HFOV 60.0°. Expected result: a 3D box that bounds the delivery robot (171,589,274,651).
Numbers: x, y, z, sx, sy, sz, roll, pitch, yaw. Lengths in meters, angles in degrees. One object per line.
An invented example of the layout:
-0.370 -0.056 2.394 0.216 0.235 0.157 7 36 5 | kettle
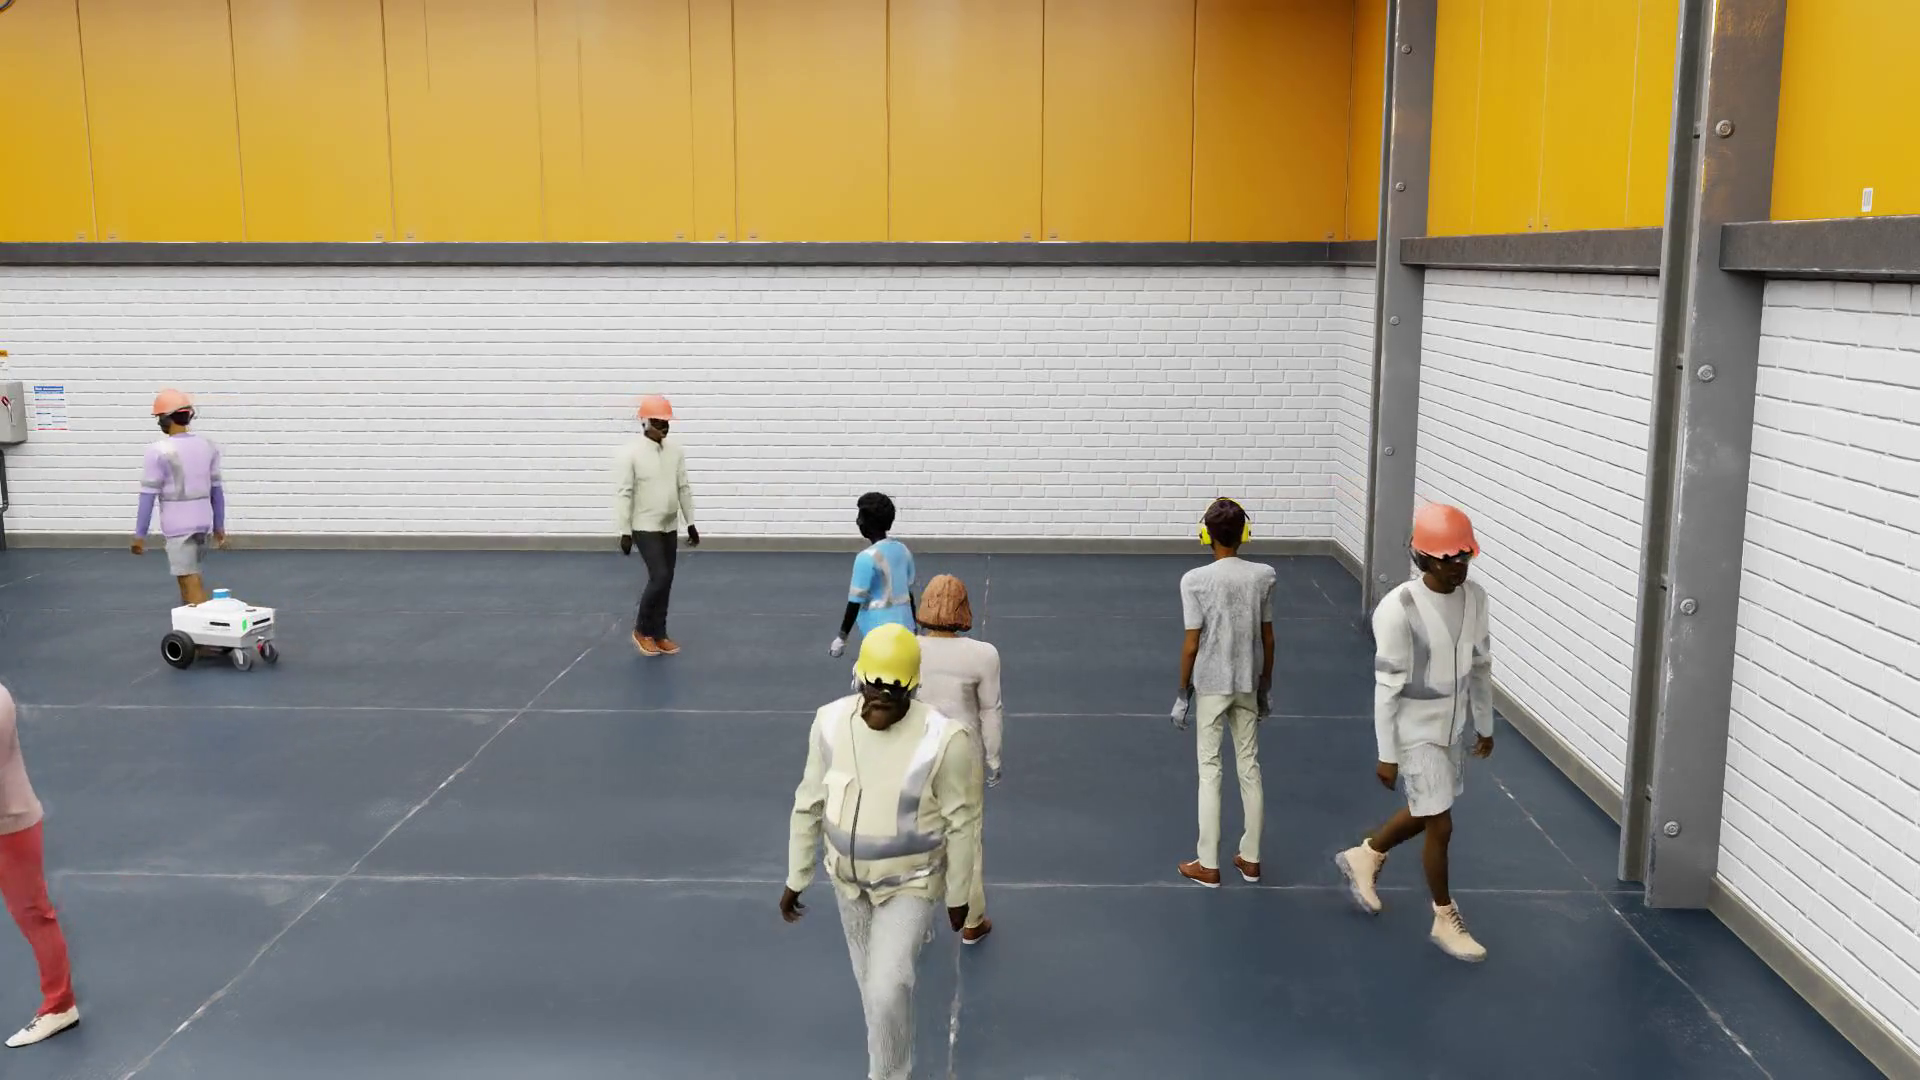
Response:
-5.399 0.602 12.185 0.707 0.478 0.477 3 10 18 | delivery robot

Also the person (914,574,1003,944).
-0.067 0.955 7.237 0.507 1.632 0.274 1 10 5 | person

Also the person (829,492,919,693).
-0.468 0.548 9.568 0.919 1.637 0.537 4 10 21 | person

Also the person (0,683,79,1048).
-3.680 1.082 6.166 0.538 1.742 0.666 7 12 36 | person

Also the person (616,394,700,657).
-2.257 -0.100 12.426 0.464 1.977 0.621 6 11 32 | person

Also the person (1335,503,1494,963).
1.956 0.787 7.203 0.715 1.989 0.838 -6 11 -30 | person

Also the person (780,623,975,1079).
-0.300 1.153 5.583 0.612 1.797 0.646 6 11 31 | person

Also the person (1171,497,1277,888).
1.256 0.727 7.920 0.517 1.860 0.328 -3 10 -16 | person

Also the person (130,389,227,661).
-5.849 -0.107 12.327 0.844 2.012 0.633 3 10 19 | person
